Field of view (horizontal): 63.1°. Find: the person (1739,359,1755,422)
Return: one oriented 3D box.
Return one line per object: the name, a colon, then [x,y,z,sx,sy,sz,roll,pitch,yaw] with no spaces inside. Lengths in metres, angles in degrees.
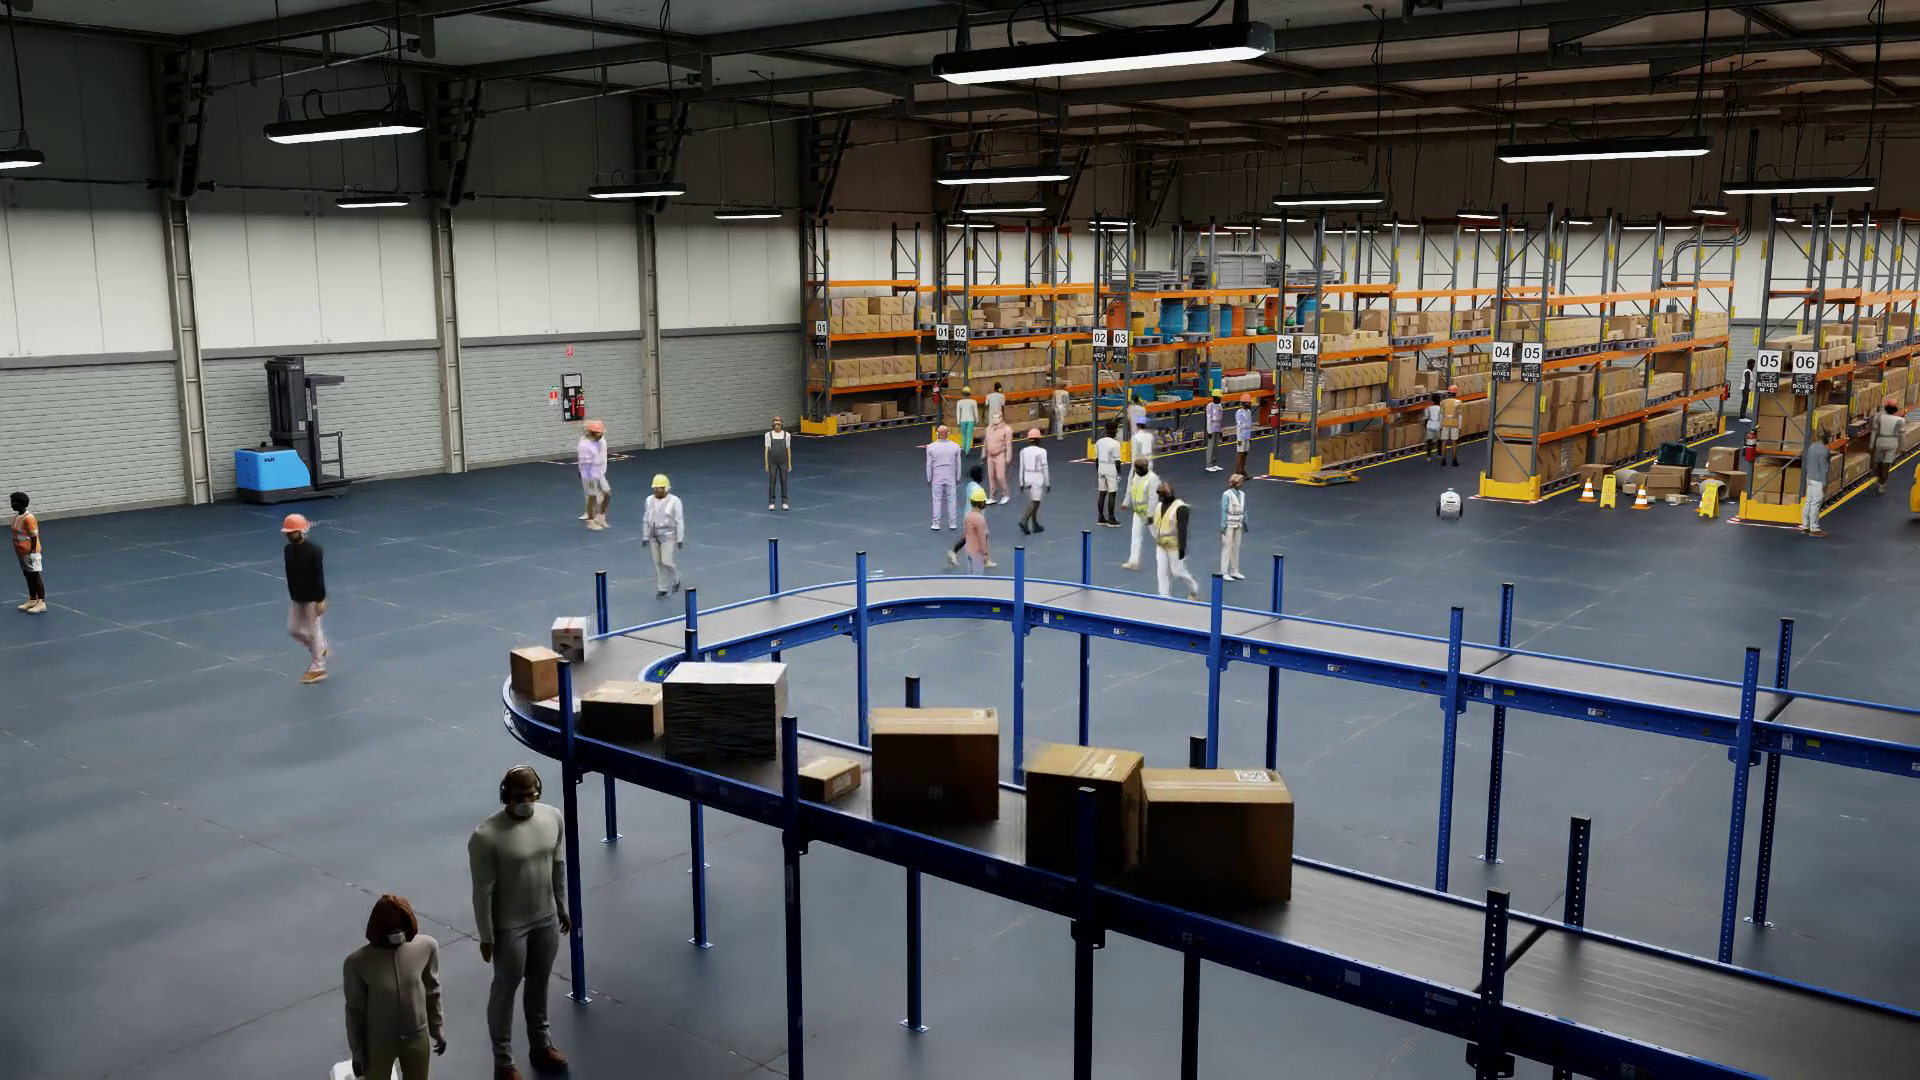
person: [24.076,-4.582,47.868,0.392,1.915,0.590,5,11,24]

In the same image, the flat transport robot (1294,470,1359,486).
flat transport robot: [8.101,-1.378,34.576,1.431,0.197,0.652,-8,13,-37]

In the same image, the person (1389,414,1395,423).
person: [12.173,-3.882,44.070,0.395,1.860,0.573,-10,14,-43]

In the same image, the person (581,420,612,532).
person: [-6.559,-1.155,28.279,0.558,2.016,0.605,5,11,28]

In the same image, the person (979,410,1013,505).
person: [0.724,-1.657,31.441,0.670,1.903,0.450,9,14,43]

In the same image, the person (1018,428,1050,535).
person: [1.256,-1.038,27.992,0.577,1.905,0.835,9,13,40]

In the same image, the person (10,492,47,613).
person: [-12.974,0.165,21.749,0.539,1.698,0.319,9,13,40]

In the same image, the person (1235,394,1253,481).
person: [6.359,-2.301,34.950,0.344,1.942,0.551,7,12,35]

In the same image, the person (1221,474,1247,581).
person: [4.196,-0.203,24.021,0.530,1.634,0.336,-9,14,-43]

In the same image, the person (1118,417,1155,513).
person: [3.561,-1.442,30.306,0.619,1.889,0.981,-7,12,-35]

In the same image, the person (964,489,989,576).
person: [0.242,0.167,21.557,0.327,1.765,0.533,-4,11,-23]

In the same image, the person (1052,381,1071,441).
person: [2.831,-3.550,42.863,0.547,1.613,0.648,8,13,39]

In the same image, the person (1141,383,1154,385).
person: [6.133,-5.201,51.376,0.633,1.902,0.679,8,13,39]

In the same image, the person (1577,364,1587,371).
person: [18.836,-4.523,47.590,0.961,1.888,0.573,10,14,43]

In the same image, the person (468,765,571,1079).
person: [-2.591,2.261,9.289,0.355,1.936,0.633,8,13,39]

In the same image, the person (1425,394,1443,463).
person: [11.582,-2.721,38.097,0.544,1.643,0.914,7,12,33]

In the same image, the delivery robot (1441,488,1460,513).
delivery robot: [9.388,-0.744,29.945,0.477,0.478,0.707,3,10,15]

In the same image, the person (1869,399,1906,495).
person: [19.558,-1.970,32.957,0.638,1.982,1.058,8,13,39]

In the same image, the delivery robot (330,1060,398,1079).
delivery robot: [-3.224,3.065,8.508,0.477,0.478,0.707,-5,11,-25]

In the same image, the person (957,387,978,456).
person: [0.180,-3.004,39.484,0.526,1.736,0.772,3,10,15]

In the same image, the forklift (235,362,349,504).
forklift: [-13.803,-2.244,32.110,1.129,2.768,1.873,8,13,37]

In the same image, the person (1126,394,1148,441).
person: [4.109,-2.472,36.237,0.596,1.825,0.389,6,12,30]

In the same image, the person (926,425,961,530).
person: [-0.299,-1.131,28.455,0.642,1.913,0.409,-1,10,-8]

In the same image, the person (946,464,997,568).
person: [0.191,-0.372,24.866,0.756,1.674,0.534,-3,11,-18]

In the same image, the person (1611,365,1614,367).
person: [19.060,-4.209,45.916,0.601,1.869,0.555,4,11,21]

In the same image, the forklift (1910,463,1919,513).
forklift: [19.034,-1.348,28.998,2.313,2.155,1.214,8,13,37]

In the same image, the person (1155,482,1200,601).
person: [3.015,0.081,21.952,0.754,1.800,0.658,-7,12,-33]

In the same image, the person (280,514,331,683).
person: [-7.587,0.662,18.179,0.628,1.981,0.504,5,11,26]

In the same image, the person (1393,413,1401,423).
person: [12.058,-3.685,42.937,0.727,1.880,0.647,-6,12,-30]

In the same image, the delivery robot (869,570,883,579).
delivery robot: [-1.126,0.545,21.959,0.698,0.223,0.335,-3,11,-19]

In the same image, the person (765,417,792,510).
person: [-3.574,-1.511,30.775,0.521,1.844,0.331,-2,10,-12]

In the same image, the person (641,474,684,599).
person: [-4.319,-0.051,22.639,0.596,1.818,0.422,5,11,24]

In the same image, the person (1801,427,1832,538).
person: [15.267,-1.036,27.840,0.370,1.940,0.627,1,10,5]

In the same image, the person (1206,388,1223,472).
person: [5.946,-2.572,36.506,0.356,1.930,0.587,7,12,36]

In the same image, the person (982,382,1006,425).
person: [0.872,-3.120,39.981,0.600,1.806,0.985,-1,10,-6]

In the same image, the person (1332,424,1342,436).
person: [10.092,-3.466,41.572,0.664,1.912,0.784,5,11,28]

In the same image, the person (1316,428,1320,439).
person: [9.727,-3.688,42.634,0.636,1.982,0.517,6,12,32]

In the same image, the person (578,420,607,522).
person: [-6.952,-1.310,29.470,0.655,1.906,0.407,6,12,31]

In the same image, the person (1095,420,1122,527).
person: [2.758,-1.236,28.891,0.365,1.962,0.613,-8,13,-38]

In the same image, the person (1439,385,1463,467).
person: [11.735,-2.737,37.411,0.543,1.940,0.361,6,12,31]

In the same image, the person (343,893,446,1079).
person: [-2.930,2.616,8.146,0.497,1.633,0.289,-8,13,-38]

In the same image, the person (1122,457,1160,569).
person: [3.038,-0.440,24.922,0.931,1.801,0.673,-6,12,-30]
